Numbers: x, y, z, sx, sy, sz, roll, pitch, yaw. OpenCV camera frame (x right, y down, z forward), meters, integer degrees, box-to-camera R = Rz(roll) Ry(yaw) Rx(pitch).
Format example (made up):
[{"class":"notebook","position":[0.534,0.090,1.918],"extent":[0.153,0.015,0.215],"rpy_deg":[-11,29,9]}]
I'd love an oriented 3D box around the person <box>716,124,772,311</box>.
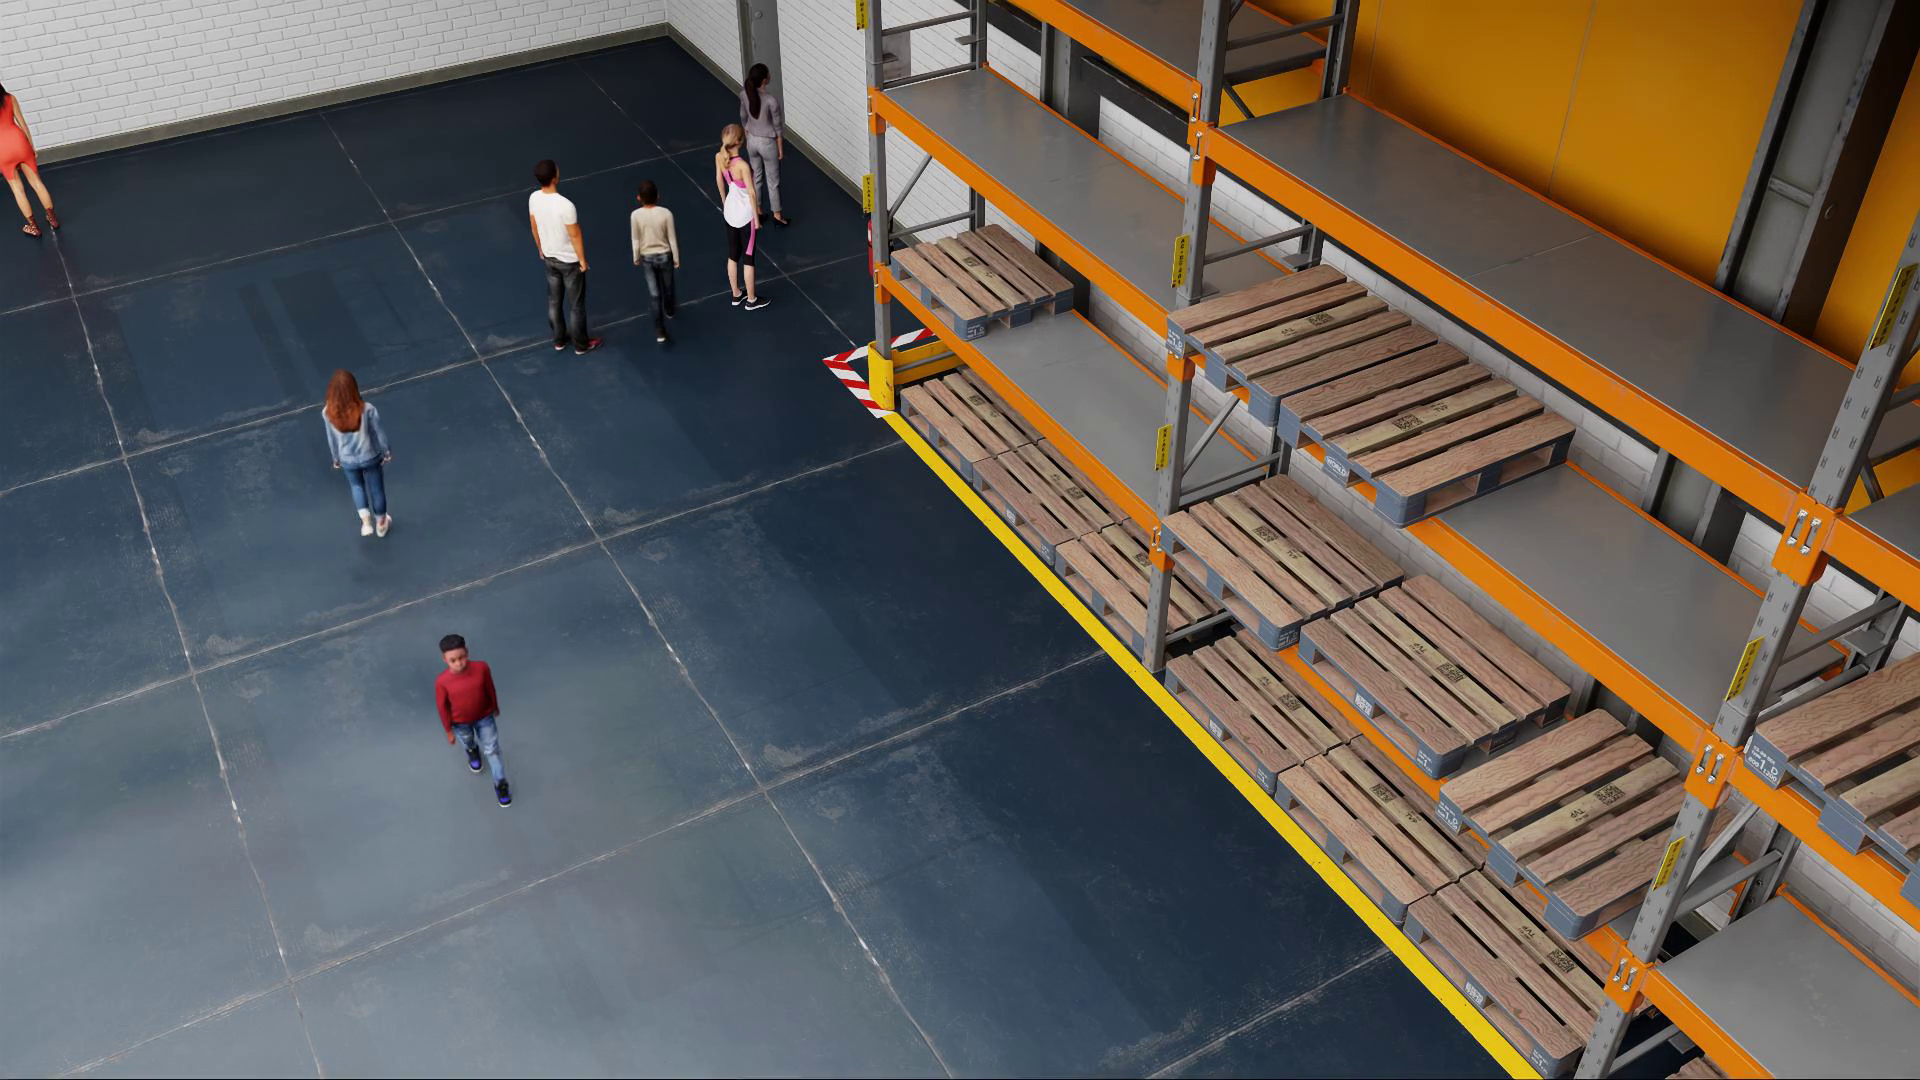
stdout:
[{"class":"person","position":[-1.999,-2.921,15.054],"extent":[0.583,1.788,0.731],"rpy_deg":[26,46,29]}]

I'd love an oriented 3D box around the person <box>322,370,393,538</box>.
[{"class":"person","position":[-4.481,-0.587,12.388],"extent":[0.677,1.468,0.716],"rpy_deg":[-6,39,-7]}]

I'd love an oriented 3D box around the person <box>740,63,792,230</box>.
[{"class":"person","position":[-1.928,-3.862,16.322],"extent":[0.673,1.677,0.772],"rpy_deg":[20,43,23]}]

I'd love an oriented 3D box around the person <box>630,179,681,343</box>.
[{"class":"person","position":[-2.689,-2.440,14.739],"extent":[0.774,1.429,1.052],"rpy_deg":[-6,39,-7]}]

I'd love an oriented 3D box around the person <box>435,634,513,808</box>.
[{"class":"person","position":[-3.117,1.055,10.520],"extent":[0.570,1.233,0.891],"rpy_deg":[-16,41,-19]}]

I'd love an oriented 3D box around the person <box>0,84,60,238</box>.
[{"class":"person","position":[-9.226,-3.783,16.190],"extent":[0.627,1.718,0.645],"rpy_deg":[28,46,31]}]

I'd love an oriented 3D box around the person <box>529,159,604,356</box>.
[{"class":"person","position":[-3.478,-2.463,14.470],"extent":[0.668,1.802,0.782],"rpy_deg":[18,42,21]}]
